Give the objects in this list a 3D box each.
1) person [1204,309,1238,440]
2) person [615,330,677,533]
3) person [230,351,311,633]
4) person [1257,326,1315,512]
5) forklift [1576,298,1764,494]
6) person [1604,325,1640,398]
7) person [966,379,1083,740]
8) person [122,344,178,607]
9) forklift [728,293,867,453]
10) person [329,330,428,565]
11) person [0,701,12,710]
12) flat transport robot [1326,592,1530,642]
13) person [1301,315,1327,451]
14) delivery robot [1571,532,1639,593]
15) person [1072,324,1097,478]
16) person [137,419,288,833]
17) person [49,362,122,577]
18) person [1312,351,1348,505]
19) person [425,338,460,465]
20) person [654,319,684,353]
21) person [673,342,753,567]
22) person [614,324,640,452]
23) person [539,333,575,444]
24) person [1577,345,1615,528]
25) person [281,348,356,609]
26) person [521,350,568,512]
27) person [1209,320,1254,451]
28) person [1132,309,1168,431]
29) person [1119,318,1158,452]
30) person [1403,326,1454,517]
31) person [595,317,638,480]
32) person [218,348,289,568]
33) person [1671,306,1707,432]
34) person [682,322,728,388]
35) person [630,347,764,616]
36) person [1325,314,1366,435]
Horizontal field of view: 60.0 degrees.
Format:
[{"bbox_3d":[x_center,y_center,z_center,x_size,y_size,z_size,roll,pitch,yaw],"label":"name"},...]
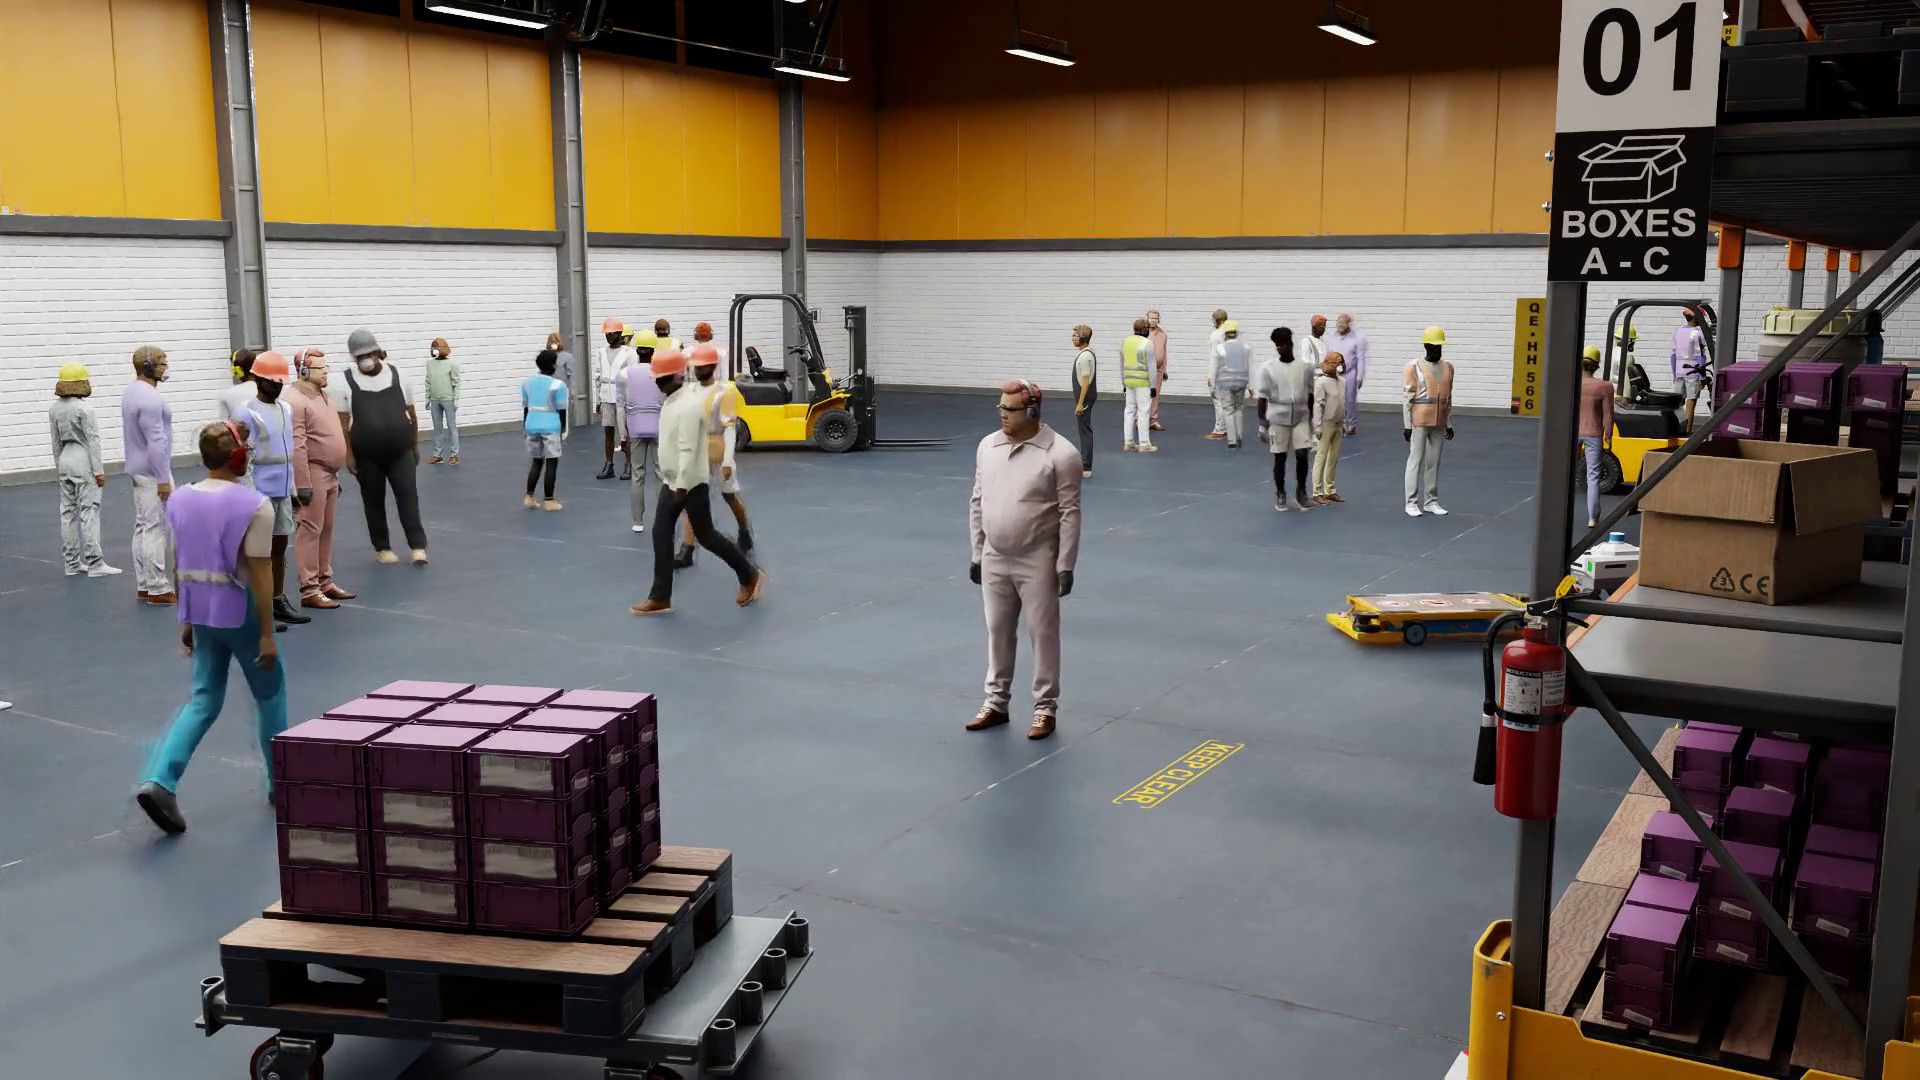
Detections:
[{"bbox_3d":[3.860,-2.448,24.632,0.373,1.935,0.629,7,11,36],"label":"person"},{"bbox_3d":[-2.951,-1.023,15.759,0.587,1.928,0.362,0,9,-3],"label":"person"},{"bbox_3d":[-4.737,-0.337,11.482,0.385,1.927,0.546,2,9,14],"label":"person"},{"bbox_3d":[3.336,-1.231,17.081,0.619,1.919,0.551,0,9,-2],"label":"person"},{"bbox_3d":[7.954,-1.589,18.462,2.313,2.155,1.214,5,11,30],"label":"forklift"},{"bbox_3d":[8.283,-1.787,20.871,0.404,1.824,0.587,-1,9,-4],"label":"person"},{"bbox_3d":[0.317,0.101,8.823,0.638,1.904,0.402,6,11,32],"label":"person"},{"bbox_3d":[-5.973,-0.475,12.305,0.352,1.937,0.635,-7,12,-38],"label":"person"},{"bbox_3d":[-2.458,-2.344,23.176,2.313,2.155,1.214,0,9,-2],"label":"forklift"},{"bbox_3d":[-4.811,-0.771,13.832,0.720,2.000,0.889,-5,10,-29],"label":"person"},{"bbox_3d":[-5.615,0.157,9.290,0.514,1.632,0.314,6,11,34],"label":"person"},{"bbox_3d":[3.289,0.516,11.303,1.431,0.197,0.652,-1,9,-6],"label":"flat transport robot"},{"bbox_3d":[4.927,-2.183,23.124,0.356,1.887,0.573,6,11,34],"label":"person"},{"bbox_3d":[4.798,0.188,12.178,0.707,0.478,0.477,-3,10,-16],"label":"delivery robot"},{"bbox_3d":[1.477,-1.671,20.059,0.346,1.846,0.506,1,9,8],"label":"person"},{"bbox_3d":[-3.309,0.374,7.424,0.571,1.817,0.854,3,10,19],"label":"person"},{"bbox_3d":[-7.135,-0.570,13.507,0.484,1.744,0.295,4,10,22],"label":"person"},{"bbox_3d":[3.964,-1.199,17.768,0.508,1.632,0.271,-8,12,-41],"label":"person"},{"bbox_3d":[-6.667,-1.784,21.423,0.499,1.634,0.279,3,10,17],"label":"person"},{"bbox_3d":[-4.062,-2.114,22.858,0.621,1.838,0.429,0,9,-3],"label":"person"},{"bbox_3d":[-2.091,-0.735,14.124,0.558,1.885,1.045,5,10,29],"label":"person"},{"bbox_3d":[-4.576,-2.078,22.850,0.533,1.767,0.327,4,10,24],"label":"person"},{"bbox_3d":[-5.764,-2.140,23.720,0.530,1.599,0.746,0,9,-1],"label":"person"},{"bbox_3d":[6.040,-0.995,16.090,0.533,1.765,0.325,5,10,28],"label":"person"},{"bbox_3d":[-4.738,-0.456,12.288,0.408,1.909,0.642,0,9,-1],"label":"person"},{"bbox_3d":[-4.284,-1.125,17.192,0.542,1.672,0.372,3,10,18],"label":"person"},{"bbox_3d":[3.752,-2.147,23.144,0.601,1.802,0.599,-2,9,-10],"label":"person"},{"bbox_3d":[2.988,-2.644,25.958,0.641,1.904,0.401,-5,10,-28],"label":"person"},{"bbox_3d":[2.489,-2.135,22.972,0.429,1.839,0.634,-7,12,-38],"label":"person"},{"bbox_3d":[4.763,-1.202,16.877,0.594,1.926,0.366,-4,10,-22],"label":"person"},{"bbox_3d":[-4.101,-1.677,19.807,0.543,1.939,0.360,2,9,15],"label":"person"},{"bbox_3d":[-5.810,-0.662,13.752,0.544,1.850,0.421,-4,10,-21],"label":"person"},{"bbox_3d":[10.442,-2.366,23.779,0.374,2.042,0.615,-3,10,-17],"label":"person"},{"bbox_3d":[-3.084,-1.694,20.130,0.571,1.877,0.353,-2,9,-15],"label":"person"},{"bbox_3d":[-1.909,-0.433,12.049,0.962,1.947,0.617,-6,11,-31],"label":"person"},{"bbox_3d":[5.786,-2.480,25.081,0.656,1.862,1.019,5,10,29],"label":"person"}]
